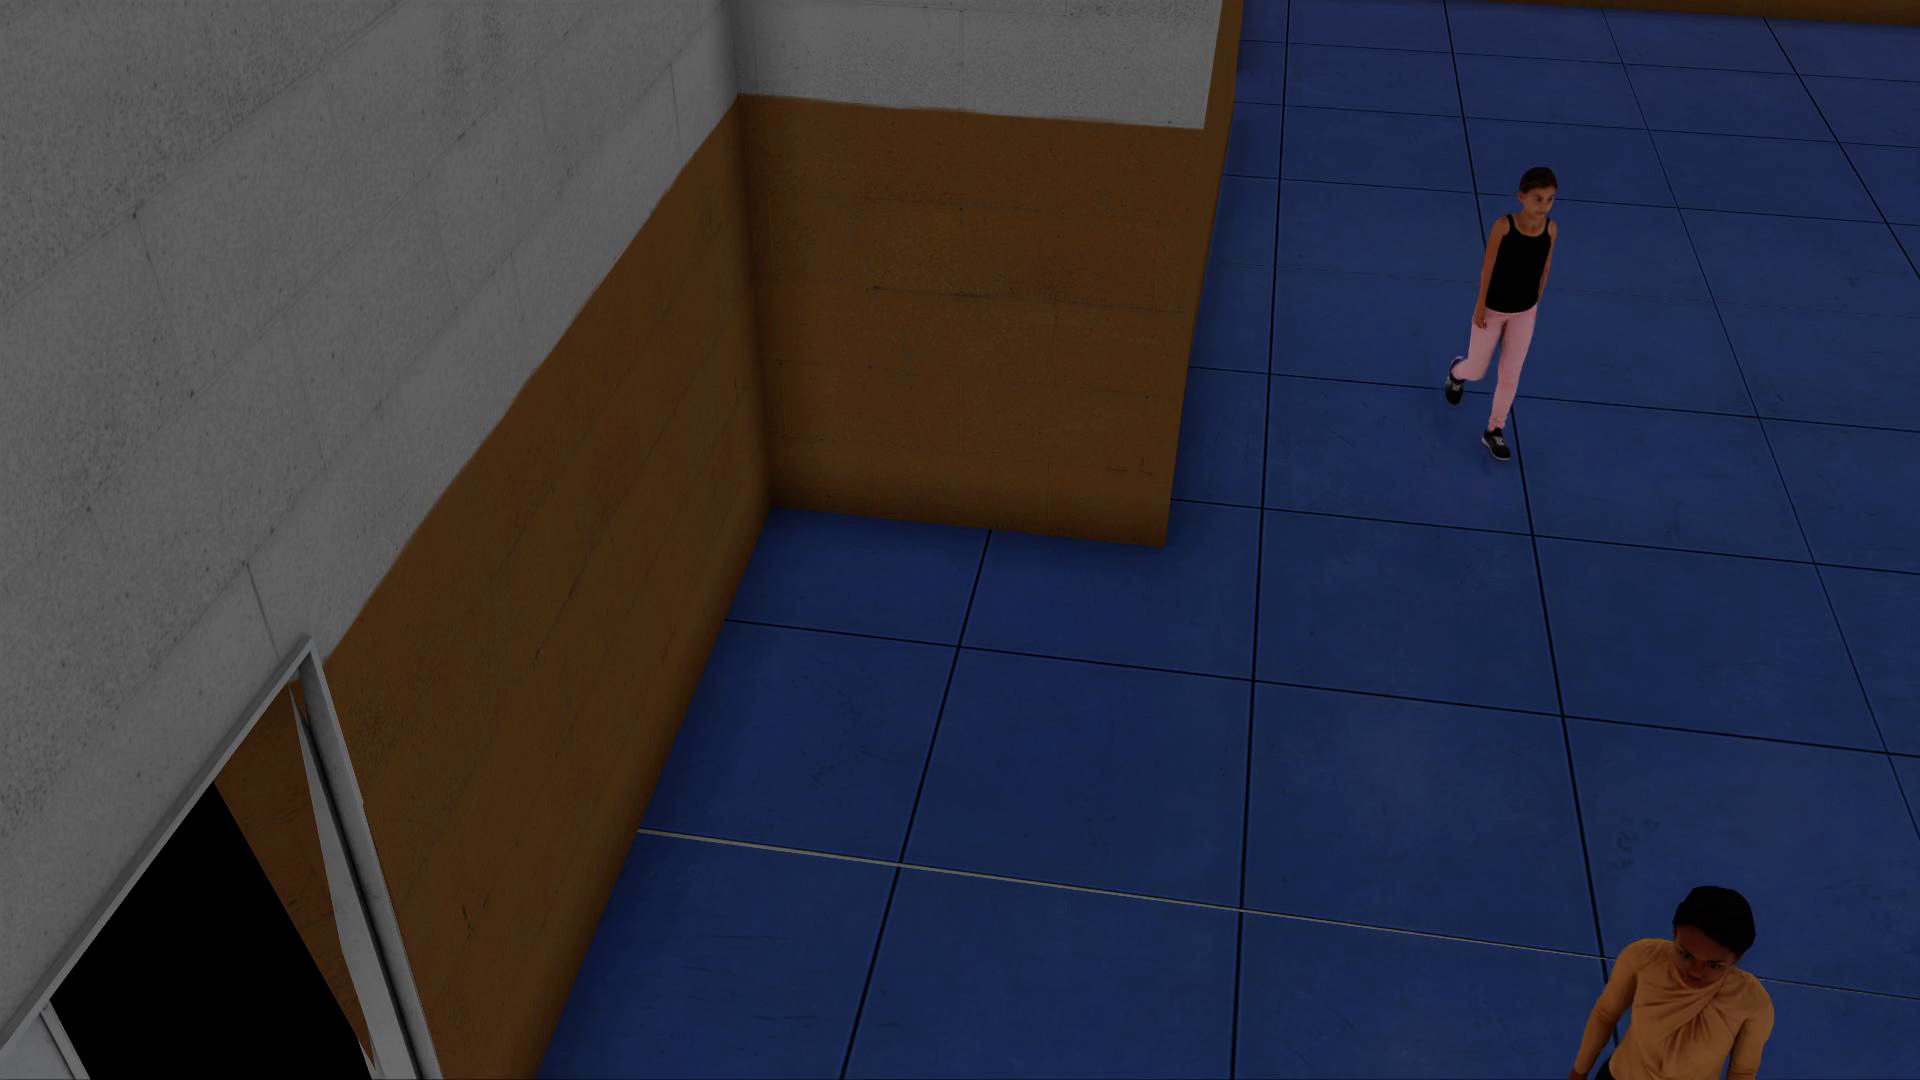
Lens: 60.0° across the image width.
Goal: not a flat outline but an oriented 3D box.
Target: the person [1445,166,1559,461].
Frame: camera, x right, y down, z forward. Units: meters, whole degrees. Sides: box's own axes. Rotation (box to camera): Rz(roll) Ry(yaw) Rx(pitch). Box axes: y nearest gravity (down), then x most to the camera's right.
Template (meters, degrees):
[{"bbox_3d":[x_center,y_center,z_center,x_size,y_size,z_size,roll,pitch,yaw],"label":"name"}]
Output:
[{"bbox_3d":[2.787,-1.211,8.574,0.864,1.549,0.672,-1,37,-1],"label":"person"}]

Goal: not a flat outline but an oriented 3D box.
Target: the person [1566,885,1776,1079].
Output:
[{"bbox_3d":[2.034,1.556,4.800,0.709,1.654,0.799,25,44,30],"label":"person"}]
